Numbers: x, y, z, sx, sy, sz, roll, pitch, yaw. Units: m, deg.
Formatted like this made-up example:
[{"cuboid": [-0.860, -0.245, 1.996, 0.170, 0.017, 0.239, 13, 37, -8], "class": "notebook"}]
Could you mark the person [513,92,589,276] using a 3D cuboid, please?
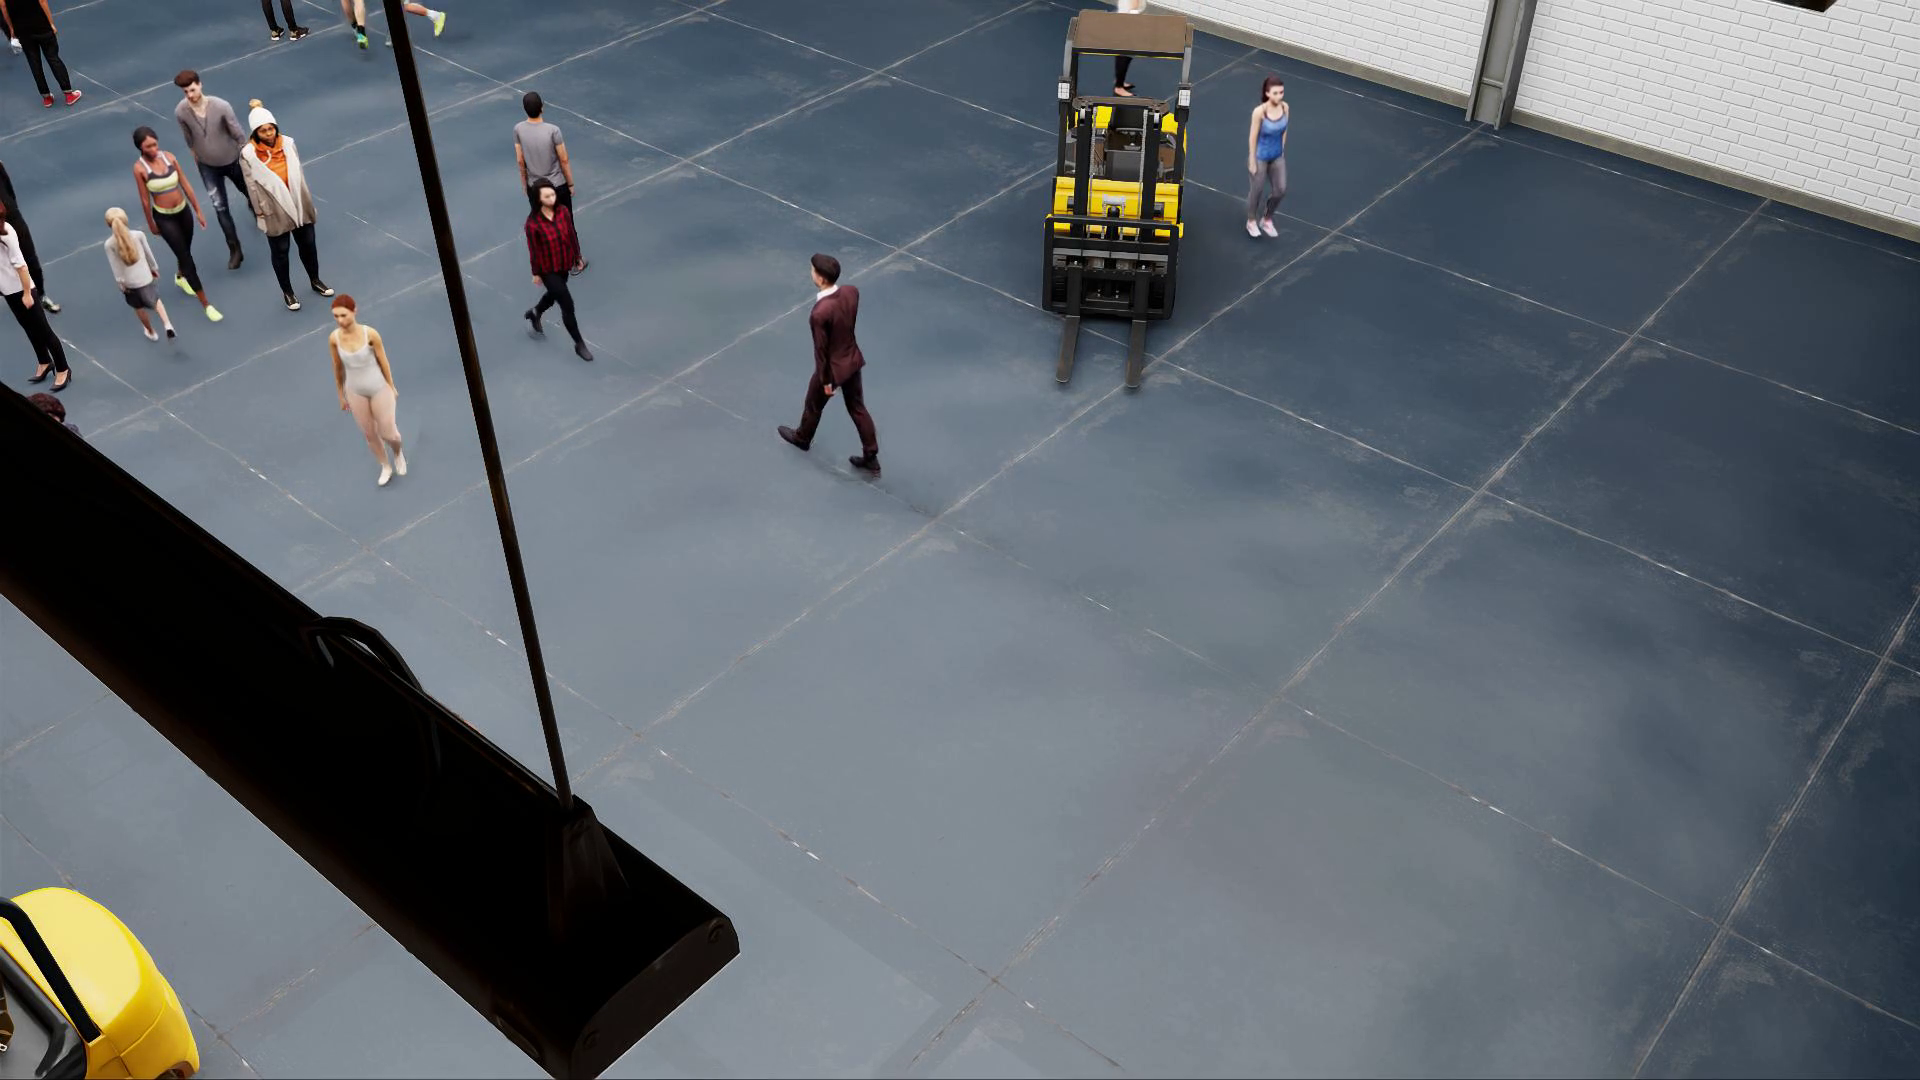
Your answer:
[{"cuboid": [-3.745, -3.230, 15.083, 0.679, 1.755, 0.765, 1, 39, 2], "class": "person"}]

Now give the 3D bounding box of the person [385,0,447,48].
[{"cuboid": [-6.465, -6.606, 19.266, 0.939, 1.810, 1.017, -18, 42, -21], "class": "person"}]

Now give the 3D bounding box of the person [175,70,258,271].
[{"cuboid": [-6.819, -3.526, 15.388, 1.243, 1.837, 1.421, -10, 40, -12], "class": "person"}]

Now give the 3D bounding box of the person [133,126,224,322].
[{"cuboid": [-6.940, -2.834, 14.623, 1.117, 1.709, 0.553, 28, 46, 30], "class": "person"}]

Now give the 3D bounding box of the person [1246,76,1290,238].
[{"cuboid": [2.861, -3.634, 15.716, 0.690, 1.597, 0.729, -15, 41, -17], "class": "person"}]

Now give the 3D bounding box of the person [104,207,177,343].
[{"cuboid": [-7.028, -2.235, 14.229, 0.554, 1.266, 0.677, -30, 48, -32], "class": "person"}]

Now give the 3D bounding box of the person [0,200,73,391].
[{"cuboid": [-7.677, -2.046, 13.568, 0.493, 1.795, 0.697, 22, 43, 25], "class": "person"}]

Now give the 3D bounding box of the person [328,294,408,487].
[{"cuboid": [-4.460, -1.163, 12.592, 0.675, 1.632, 0.737, -3, 39, -3], "class": "person"}]

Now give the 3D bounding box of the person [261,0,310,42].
[{"cuboid": [-8.110, -6.785, 19.456, 0.704, 1.852, 0.808, 4, 39, 5], "class": "person"}]

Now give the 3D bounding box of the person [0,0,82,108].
[{"cuboid": [-10.054, -5.570, 18.011, 0.718, 1.758, 0.761, -7, 39, -9], "class": "person"}]

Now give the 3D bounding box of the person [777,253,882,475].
[{"cuboid": [-0.858, -1.289, 12.604, 1.154, 1.816, 0.672, 28, 46, 31], "class": "person"}]

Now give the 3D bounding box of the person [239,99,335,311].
[{"cuboid": [-5.964, -2.968, 14.645, 0.658, 1.892, 0.701, 30, 48, 32], "class": "person"}]

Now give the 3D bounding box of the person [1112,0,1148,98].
[{"cuboid": [1.844, -5.696, 18.200, 0.721, 1.718, 0.652, -3, 39, -4], "class": "person"}]

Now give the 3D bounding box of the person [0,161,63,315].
[{"cuboid": [-8.341, -2.723, 14.433, 0.723, 1.774, 0.660, 17, 42, 20], "class": "person"}]

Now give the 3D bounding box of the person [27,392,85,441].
[{"cuboid": [-6.064, -0.272, 11.421, 0.621, 1.702, 0.675, 17, 42, 20], "class": "person"}]

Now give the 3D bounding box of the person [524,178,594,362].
[{"cuboid": [-3.495, -2.322, 14.053, 1.053, 1.622, 0.632, 23, 44, 26], "class": "person"}]
